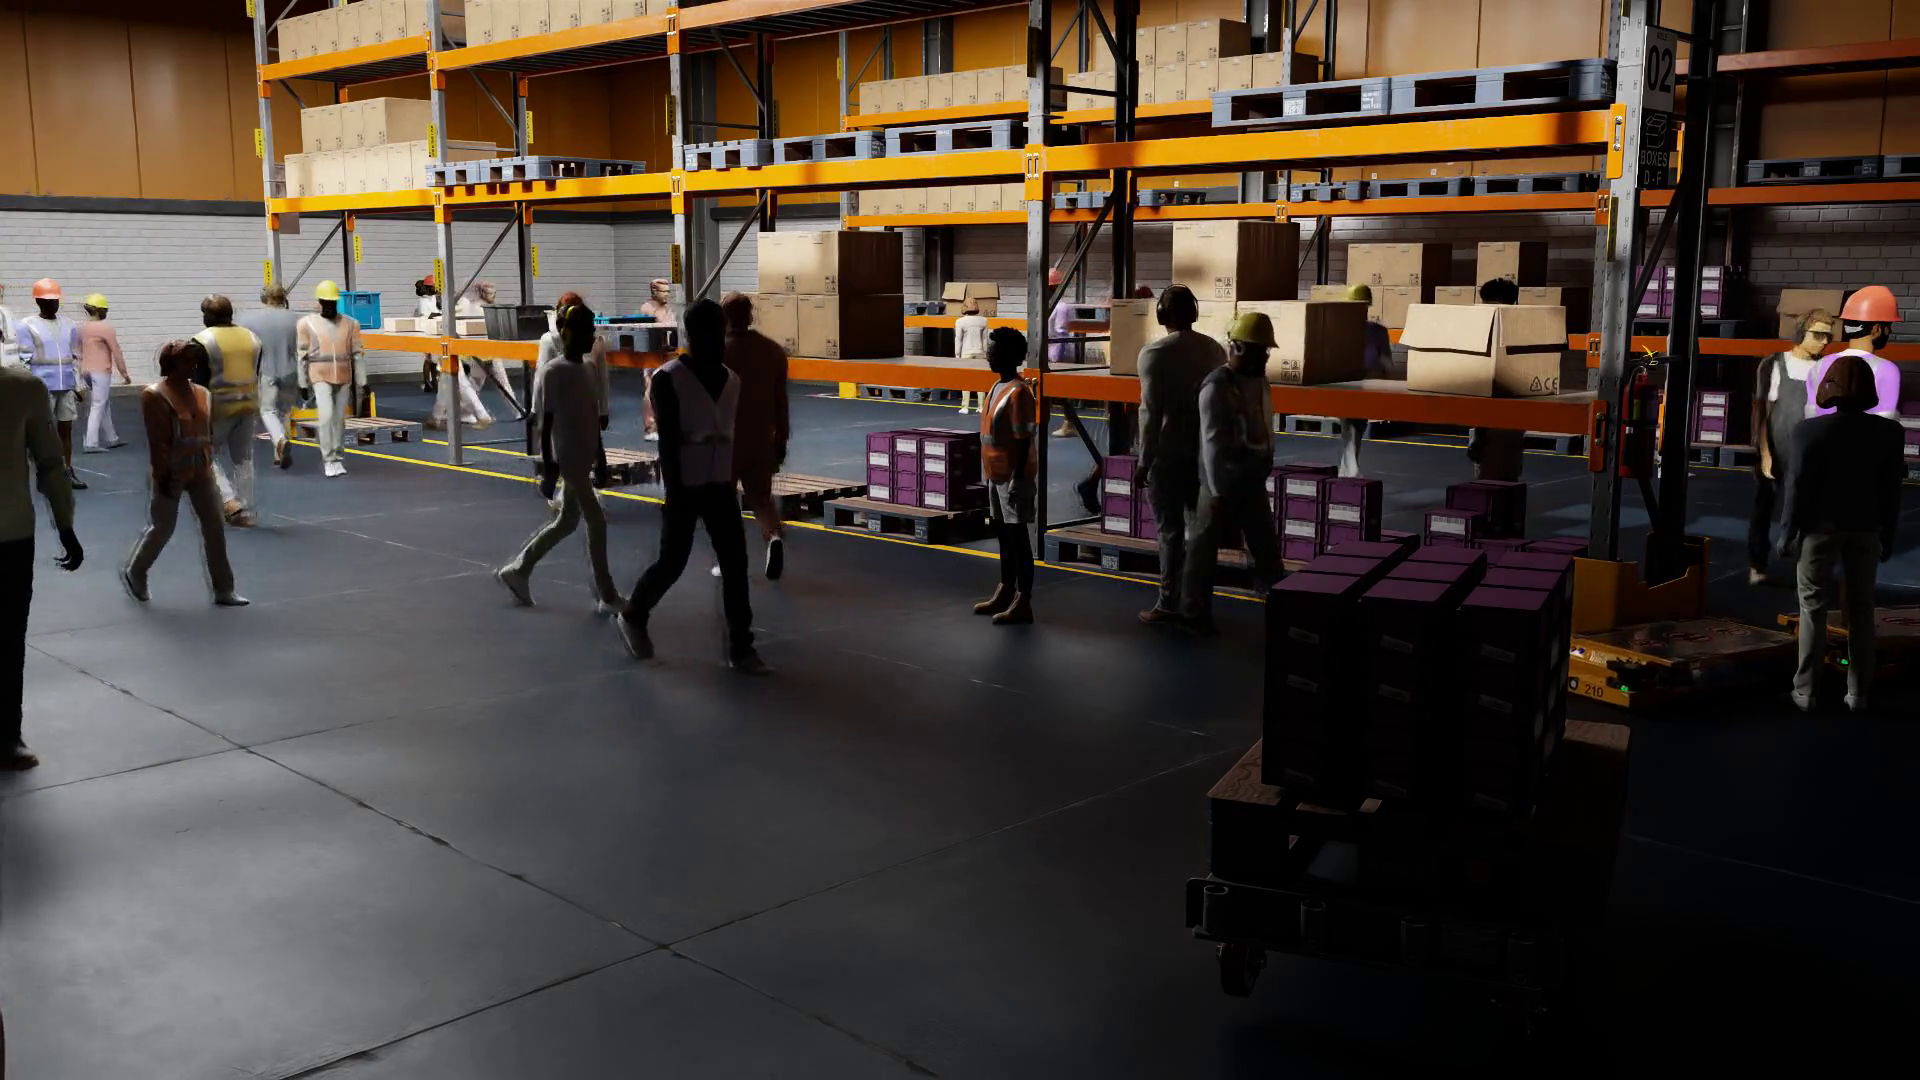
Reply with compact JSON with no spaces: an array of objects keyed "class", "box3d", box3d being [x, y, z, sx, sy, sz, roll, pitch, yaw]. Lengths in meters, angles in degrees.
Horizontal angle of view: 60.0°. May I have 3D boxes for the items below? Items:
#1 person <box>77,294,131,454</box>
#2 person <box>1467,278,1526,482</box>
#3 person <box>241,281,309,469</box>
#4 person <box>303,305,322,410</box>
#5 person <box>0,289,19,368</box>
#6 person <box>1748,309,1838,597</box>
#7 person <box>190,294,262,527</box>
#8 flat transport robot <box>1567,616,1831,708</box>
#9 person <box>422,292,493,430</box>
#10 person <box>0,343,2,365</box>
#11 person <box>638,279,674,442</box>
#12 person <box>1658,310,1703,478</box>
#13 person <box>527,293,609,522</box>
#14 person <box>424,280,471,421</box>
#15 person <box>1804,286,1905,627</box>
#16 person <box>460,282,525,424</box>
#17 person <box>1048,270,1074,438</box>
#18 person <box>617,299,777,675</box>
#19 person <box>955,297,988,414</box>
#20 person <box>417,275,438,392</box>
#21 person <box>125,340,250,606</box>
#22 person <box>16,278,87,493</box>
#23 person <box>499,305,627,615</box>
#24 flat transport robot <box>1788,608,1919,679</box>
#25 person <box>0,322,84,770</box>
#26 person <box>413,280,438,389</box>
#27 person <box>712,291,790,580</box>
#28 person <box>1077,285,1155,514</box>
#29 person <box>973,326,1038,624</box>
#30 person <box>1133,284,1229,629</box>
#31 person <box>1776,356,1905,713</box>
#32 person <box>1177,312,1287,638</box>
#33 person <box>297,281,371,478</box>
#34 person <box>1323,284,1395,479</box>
[{"class":"person","box3d":[-9.434,-1.835,18.383,0.538,1.737,0.779,4,10,24]},{"class":"person","box3d":[3.543,-0.738,10.967,0.613,1.962,0.367,-9,13,-44]},{"class":"person","box3d":[-6.810,-1.626,16.601,0.641,1.913,0.852,-6,11,-31]},{"class":"person","box3d":[-8.277,-2.314,21.691,0.679,1.614,0.506,5,10,27]},{"class":"person","box3d":[-11.531,-2.111,19.736,0.889,1.846,0.601,-2,10,-15]},{"class":"person","box3d":[5.131,-0.527,10.242,0.531,1.766,1.042,1,9,7]},{"class":"person","box3d":[-5.716,-0.993,12.960,0.444,1.825,0.624,6,11,32]},{"class":"flat transport robot","box3d":[3.499,0.574,8.104,1.431,0.197,0.652,-5,10,-28]},{"class":"person","box3d":[-6.346,-2.264,20.898,0.963,1.791,0.697,1,9,8]},{"class":"person","box3d":[-10.177,-1.577,17.265,0.505,1.589,0.903,-8,12,-41]},{"class":"person","box3d":[-3.520,-2.110,19.566,0.401,1.904,0.648,2,10,13]},{"class":"person","box3d":[6.962,-1.451,16.022,0.485,1.744,0.295,-9,13,-42]},{"class":"person","box3d":[-3.128,-1.074,13.443,0.589,1.835,0.982,-9,13,-44]},{"class":"person","box3d":[-6.811,-2.588,22.127,0.609,2.034,0.400,0,9,-3]},{"class":"person","box3d":[4.522,-0.307,8.409,0.358,1.937,0.548,-3,10,-17]},{"class":"person","box3d":[-6.096,-2.433,21.719,1.001,1.844,0.655,-1,9,-6]},{"class":"person","box3d":[0.978,-2.200,19.813,0.934,2.000,0.636,-5,11,-29]},{"class":"person","box3d":[-1.364,-0.276,8.415,0.936,1.889,0.590,7,12,38]},{"class":"person","box3d":[0.162,-2.577,23.283,0.497,1.629,0.276,-4,10,-21]},{"class":"person","box3d":[-8.652,-3.386,27.329,0.383,1.929,0.539,2,9,13]},{"class":"person","box3d":[-4.713,-0.402,9.998,0.780,1.605,0.512,5,10,26]},{"class":"person","box3d":[-8.228,-1.400,15.114,0.379,1.937,0.548,6,11,32]},{"class":"person","box3d":[-2.319,-0.464,9.761,0.932,1.829,0.523,3,10,16]},{"class":"flat transport robot","box3d":[4.905,0.505,8.529,1.431,0.197,0.652,-3,10,-15]},{"class":"person","box3d":[-3.864,-0.031,6.603,0.510,1.970,0.627,6,11,32]},{"class":"person","box3d":[-8.980,-3.452,27.996,0.429,1.839,0.633,-3,10,-17]},{"class":"person","box3d":[-1.397,-0.647,10.660,0.654,1.883,0.719,-5,10,-27]},{"class":"person","box3d":[1.334,-1.094,13.365,0.548,1.909,0.864,-9,13,-44]},{"class":"person","box3d":[0.274,-0.371,9.545,0.318,1.696,0.535,-3,10,-18]},{"class":"person","box3d":[1.234,-0.466,9.393,0.629,1.936,0.372,-7,11,-35]},{"class":"person","box3d":[4.003,-0.021,7.586,0.509,1.631,0.266,1,9,6]},{"class":"person","box3d":[1.564,-0.320,8.957,0.920,1.776,0.628,8,13,42]},{"class":"person","box3d":[-6.078,-1.558,16.181,0.606,1.898,0.754,-7,12,-36]},{"class":"person","box3d":[3.452,-1.250,14.368,0.607,1.882,0.975,-2,9,-11]}]
